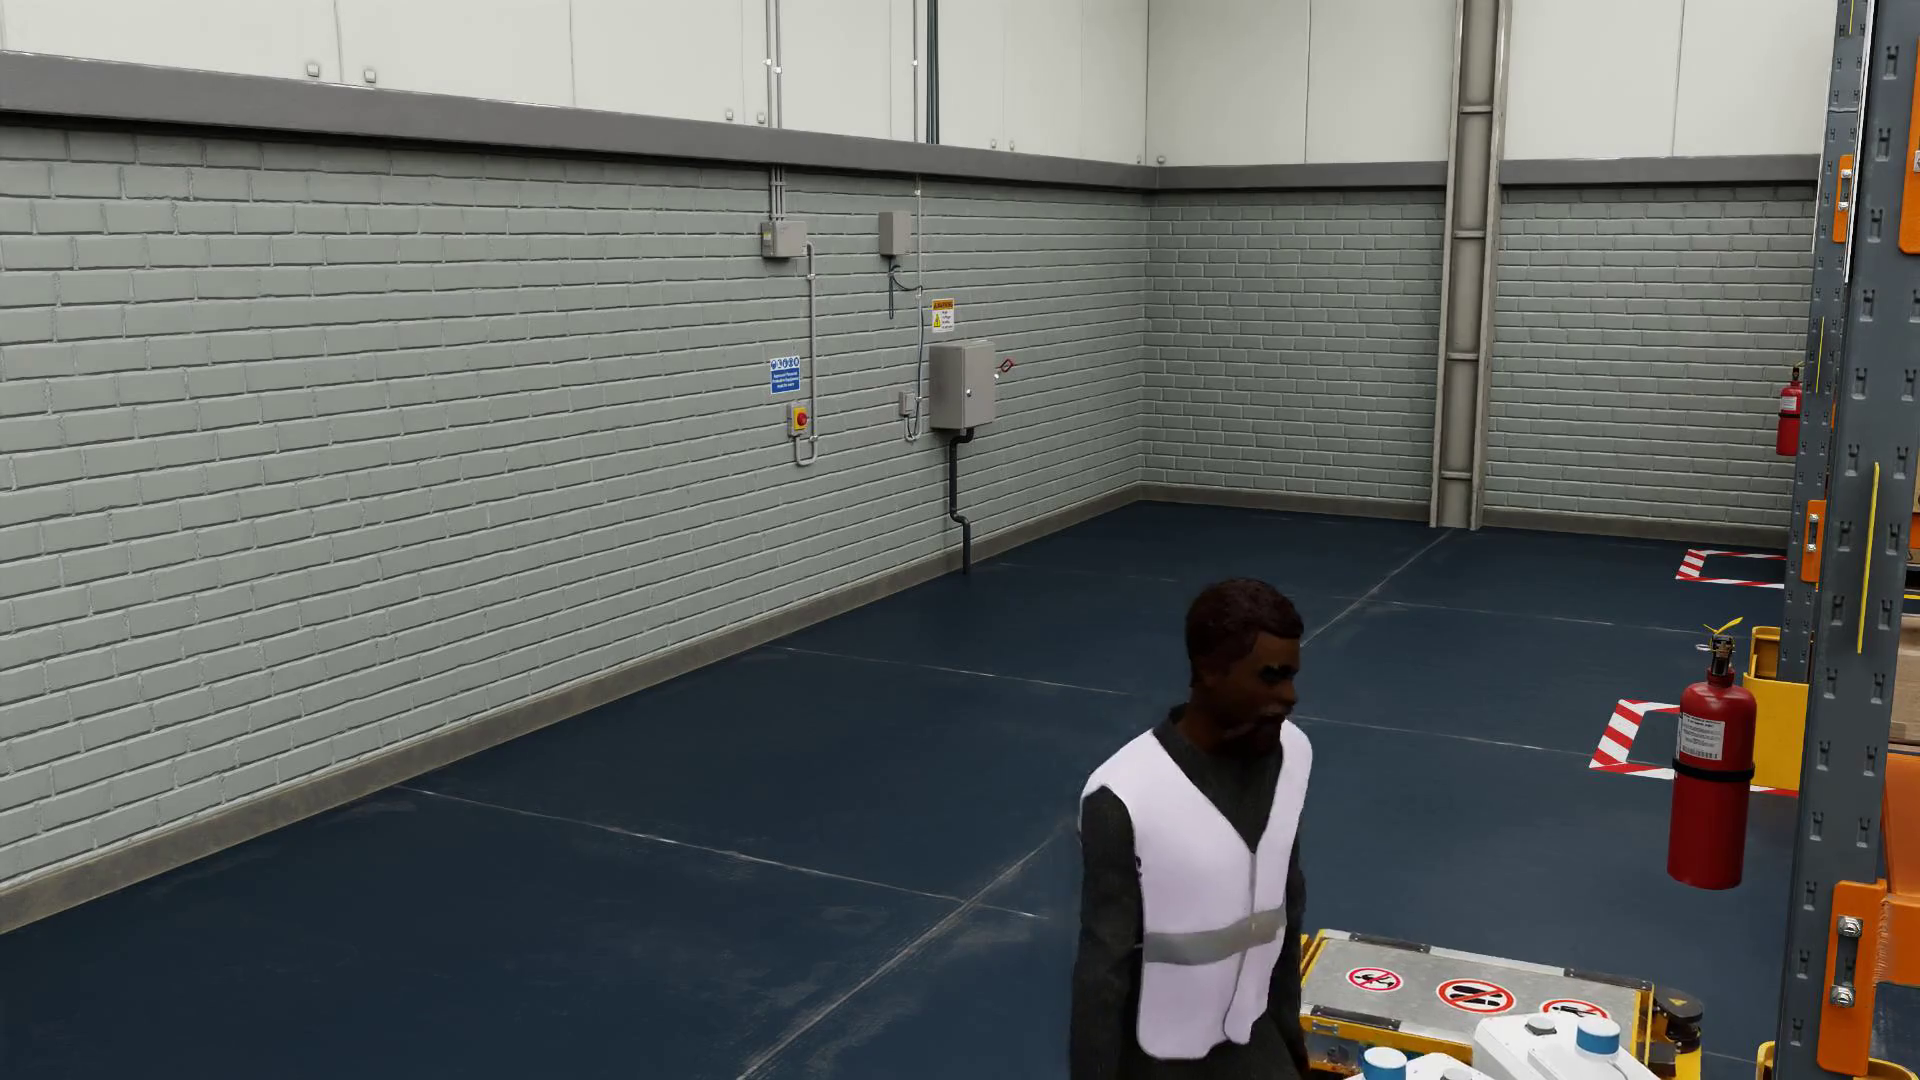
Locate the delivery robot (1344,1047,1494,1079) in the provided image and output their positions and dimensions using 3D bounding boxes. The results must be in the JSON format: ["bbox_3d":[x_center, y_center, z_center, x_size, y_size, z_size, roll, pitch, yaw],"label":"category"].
[{"bbox_3d":[1.016,1.471,4.020,0.707,0.478,0.477,-6,12,-31],"label":"delivery robot"}]

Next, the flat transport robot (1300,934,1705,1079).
[{"bbox_3d":[1.482,1.467,5.072,1.431,0.197,0.652,5,11,24],"label":"flat transport robot"}]

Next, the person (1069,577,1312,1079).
[{"bbox_3d":[0.490,0.999,3.209,0.625,1.888,0.713,-8,13,-39],"label":"person"}]

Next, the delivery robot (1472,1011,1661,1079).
[{"bbox_3d":[1.589,1.442,4.177,0.477,0.478,0.707,-2,11,-11],"label":"delivery robot"}]
